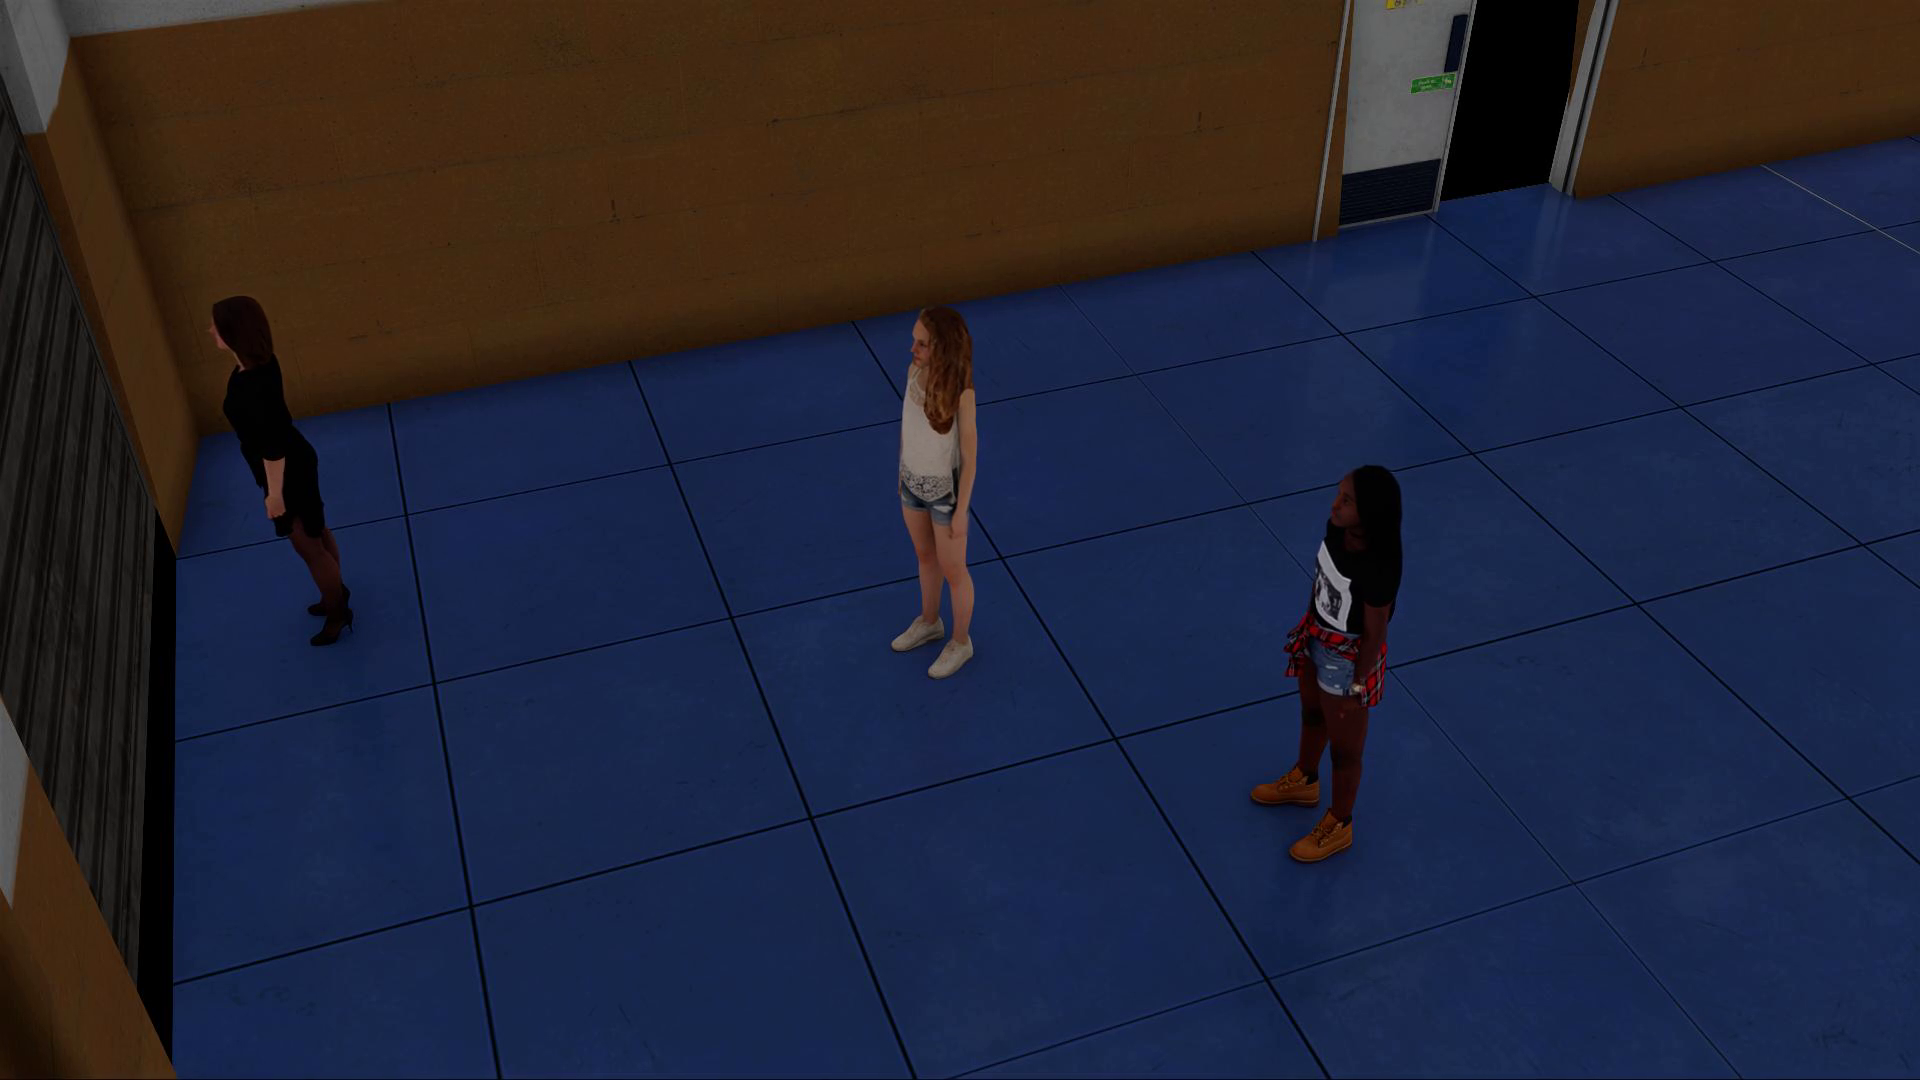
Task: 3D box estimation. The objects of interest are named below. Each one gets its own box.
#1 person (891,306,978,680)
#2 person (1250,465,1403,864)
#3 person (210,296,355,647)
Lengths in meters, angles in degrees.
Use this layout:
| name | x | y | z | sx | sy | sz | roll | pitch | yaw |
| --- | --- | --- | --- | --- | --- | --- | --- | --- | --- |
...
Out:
| name | x | y | z | sx | sy | sz | roll | pitch | yaw |
| --- | --- | --- | --- | --- | --- | --- | --- | --- | --- |
| person | -0.083 | -0.199 | 6.949 | 0.696 | 1.759 | 0.563 | -27 | 44 | -31 |
| person | 1.396 | 0.445 | 6.116 | 0.668 | 1.729 | 0.539 | -10 | 38 | -13 |
| person | -2.866 | -0.283 | 7.091 | 0.659 | 1.706 | 0.452 | -9 | 38 | -12 |
